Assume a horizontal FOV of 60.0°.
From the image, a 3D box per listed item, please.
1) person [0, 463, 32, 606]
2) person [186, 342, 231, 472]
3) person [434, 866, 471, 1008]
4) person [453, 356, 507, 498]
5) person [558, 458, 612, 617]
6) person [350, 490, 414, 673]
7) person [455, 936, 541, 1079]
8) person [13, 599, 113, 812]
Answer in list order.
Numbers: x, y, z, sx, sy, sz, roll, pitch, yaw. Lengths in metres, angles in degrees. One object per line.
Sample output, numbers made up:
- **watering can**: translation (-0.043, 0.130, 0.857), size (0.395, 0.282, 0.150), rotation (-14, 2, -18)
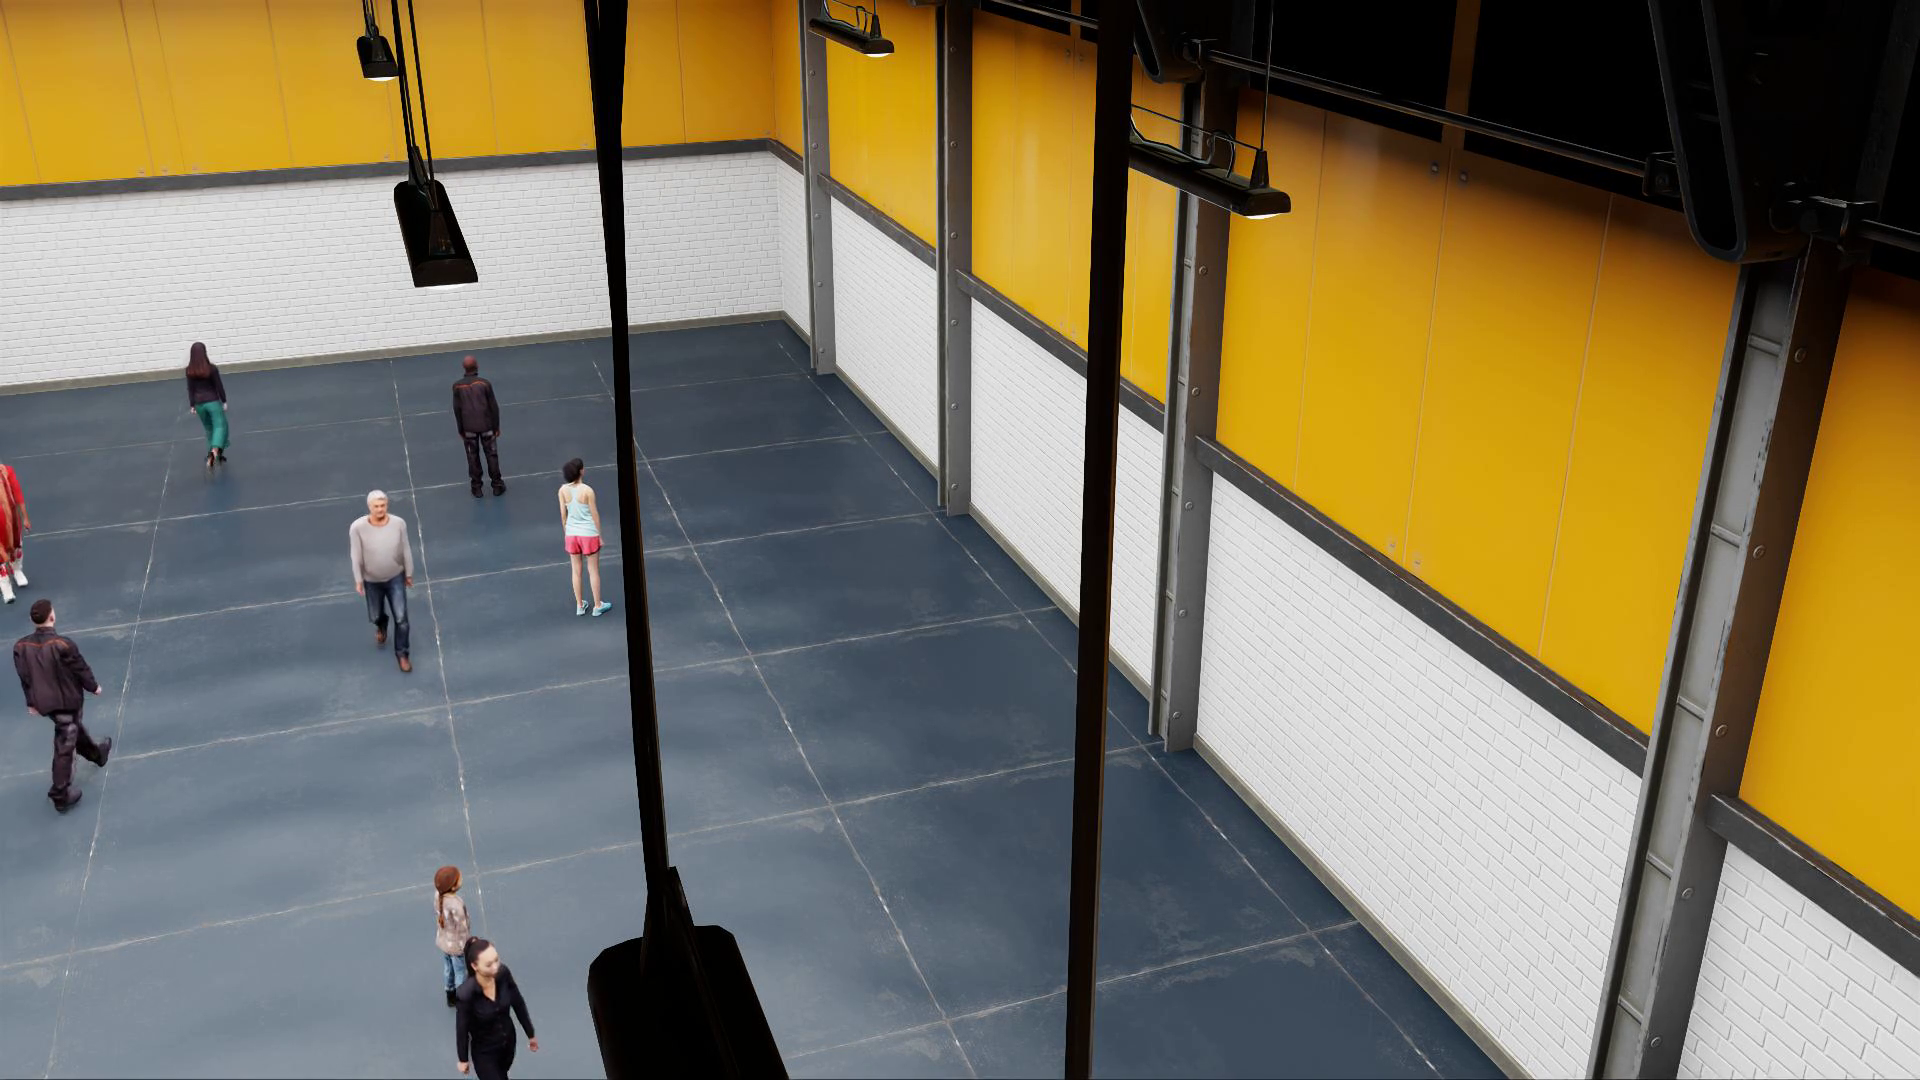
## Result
- **person**: translation (-10.507, -0.252, 18.130), size (0.943, 1.824, 1.299), rotation (-16, 28, -33)
- **person**: translation (-9.753, -1.688, 21.548), size (0.832, 1.719, 1.108), rotation (0, 24, -1)
- **person**: translation (-3.613, 2.838, 11.848), size (0.500, 1.194, 0.599), rotation (21, 31, 40)
- **person**: translation (-6.030, -1.422, 20.814), size (0.731, 1.818, 0.651), rotation (-4, 24, -10)
- **person**: translation (-4.020, -0.039, 17.706), size (0.693, 1.774, 0.725), rotation (5, 24, 11)
- **person**: translation (-5.783, 0.361, 16.653), size (0.719, 1.885, 1.034), rotation (-9, 25, -20)
- **person**: translation (-2.984, 3.195, 10.443), size (1.125, 1.665, 0.987), rotation (15, 28, 31)
- **person**: translation (-7.777, 1.448, 14.279), size (1.083, 1.794, 1.315), rotation (3, 24, 8)
